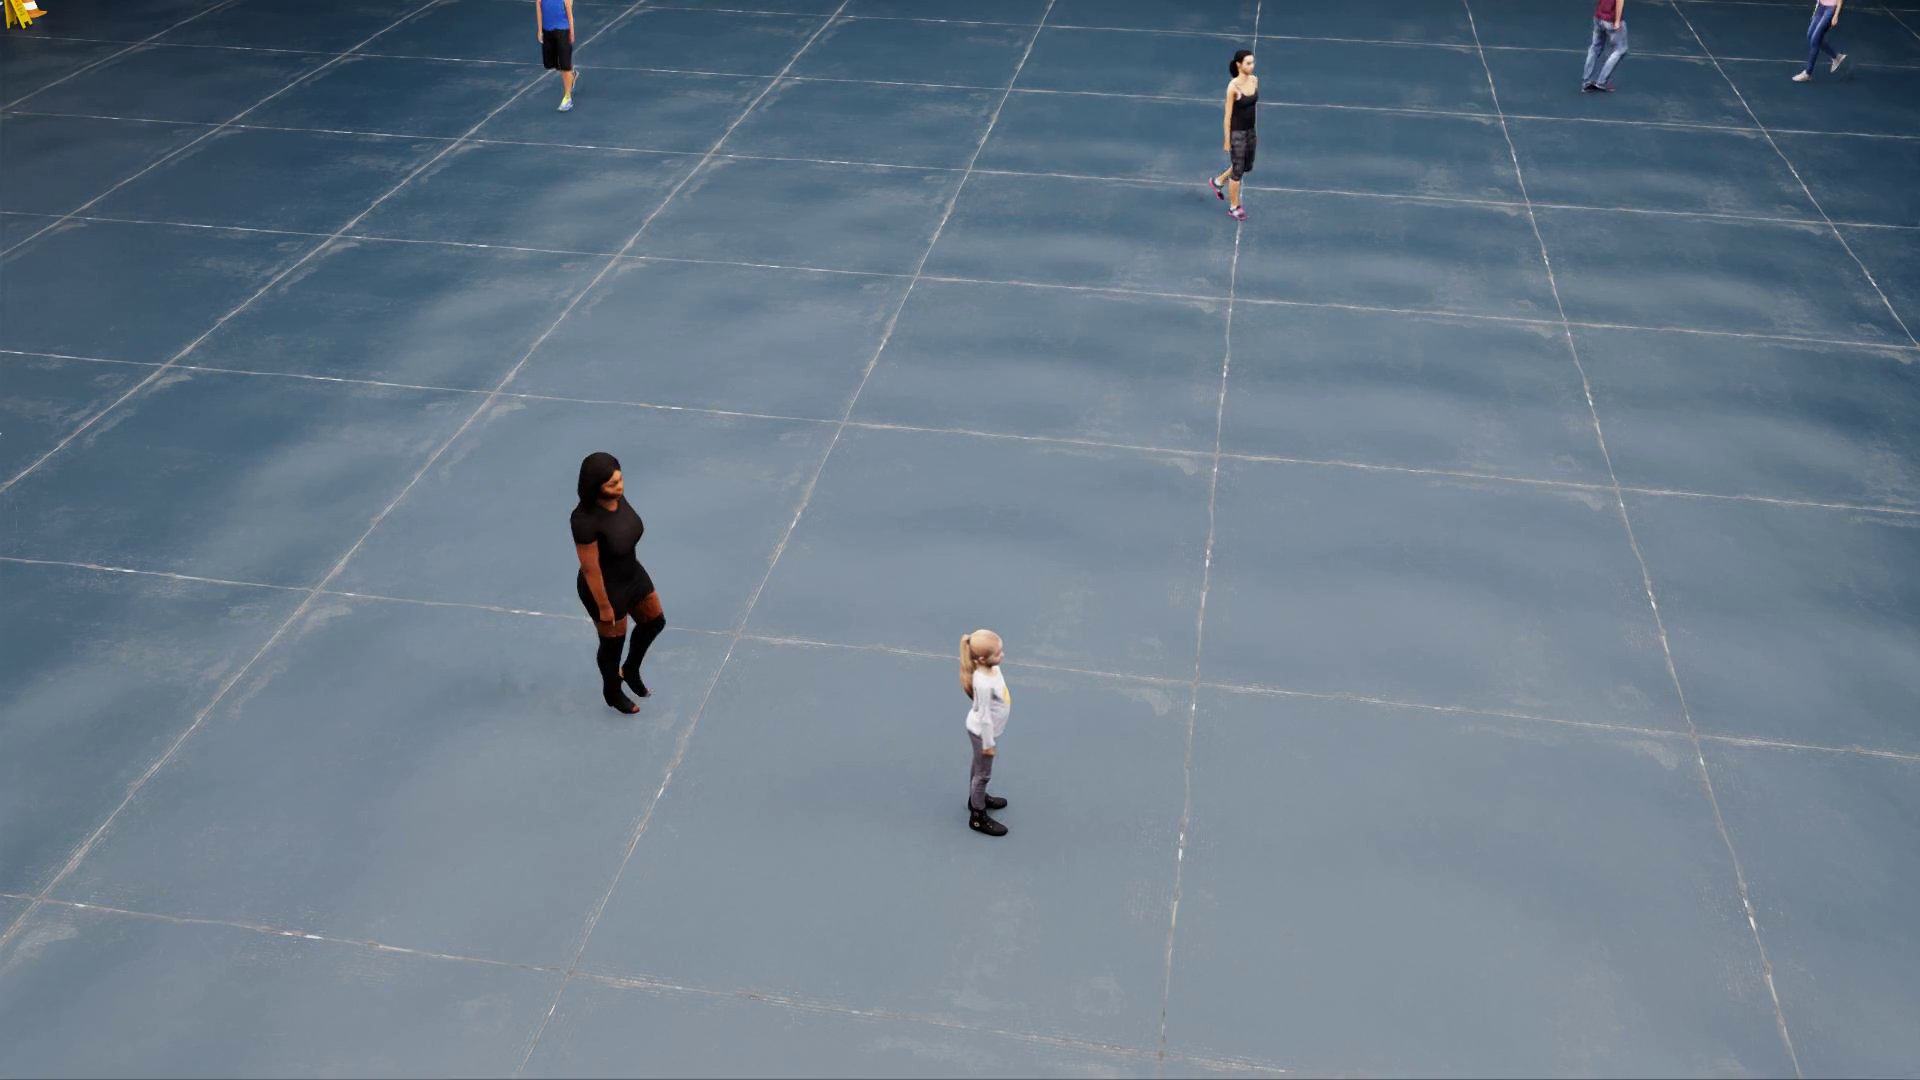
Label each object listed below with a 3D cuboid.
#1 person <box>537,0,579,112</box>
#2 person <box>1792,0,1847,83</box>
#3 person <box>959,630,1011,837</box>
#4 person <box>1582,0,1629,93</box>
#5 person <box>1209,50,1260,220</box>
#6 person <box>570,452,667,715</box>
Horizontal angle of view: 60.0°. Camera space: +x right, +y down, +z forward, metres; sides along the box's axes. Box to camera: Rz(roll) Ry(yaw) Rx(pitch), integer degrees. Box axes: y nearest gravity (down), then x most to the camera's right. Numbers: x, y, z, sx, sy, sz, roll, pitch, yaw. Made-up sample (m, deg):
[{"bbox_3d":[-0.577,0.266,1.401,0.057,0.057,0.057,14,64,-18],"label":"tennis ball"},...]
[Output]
[{"bbox_3d":[-4.793,-6.135,19.928,0.888,1.855,0.723,8,33,13],"label":"person"},{"bbox_3d":[10.929,-6.605,20.790,0.933,1.729,0.721,-3,32,-5],"label":"person"},{"bbox_3d":[0.128,1.028,9.113,0.521,1.279,0.512,2,32,3],"label":"person"},{"bbox_3d":[7.876,-6.390,20.351,0.821,1.835,0.816,-10,34,-15],"label":"person"},{"bbox_3d":[2.777,-4.137,16.891,0.837,1.716,0.914,-24,39,-33],"label":"person"},{"bbox_3d":[-2.127,0.267,9.796,0.680,1.837,0.701,10,33,15],"label":"person"}]
